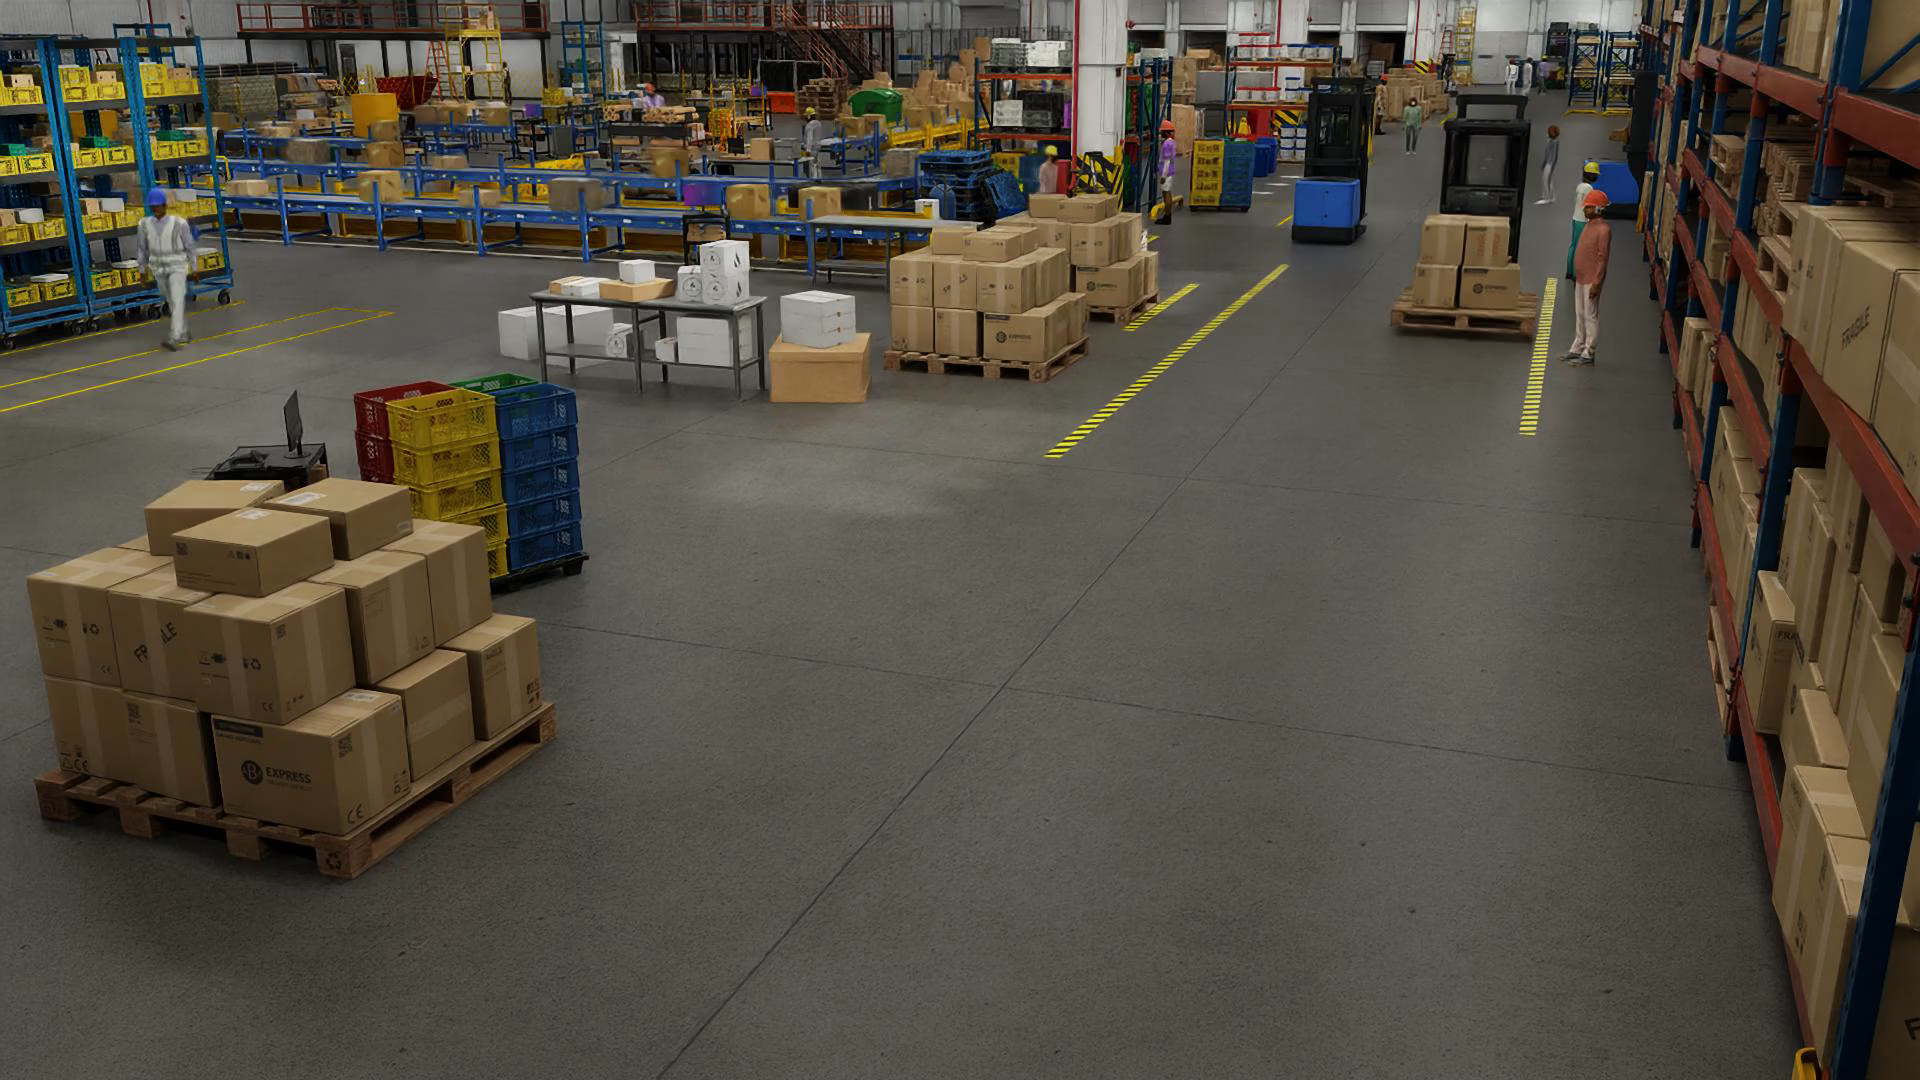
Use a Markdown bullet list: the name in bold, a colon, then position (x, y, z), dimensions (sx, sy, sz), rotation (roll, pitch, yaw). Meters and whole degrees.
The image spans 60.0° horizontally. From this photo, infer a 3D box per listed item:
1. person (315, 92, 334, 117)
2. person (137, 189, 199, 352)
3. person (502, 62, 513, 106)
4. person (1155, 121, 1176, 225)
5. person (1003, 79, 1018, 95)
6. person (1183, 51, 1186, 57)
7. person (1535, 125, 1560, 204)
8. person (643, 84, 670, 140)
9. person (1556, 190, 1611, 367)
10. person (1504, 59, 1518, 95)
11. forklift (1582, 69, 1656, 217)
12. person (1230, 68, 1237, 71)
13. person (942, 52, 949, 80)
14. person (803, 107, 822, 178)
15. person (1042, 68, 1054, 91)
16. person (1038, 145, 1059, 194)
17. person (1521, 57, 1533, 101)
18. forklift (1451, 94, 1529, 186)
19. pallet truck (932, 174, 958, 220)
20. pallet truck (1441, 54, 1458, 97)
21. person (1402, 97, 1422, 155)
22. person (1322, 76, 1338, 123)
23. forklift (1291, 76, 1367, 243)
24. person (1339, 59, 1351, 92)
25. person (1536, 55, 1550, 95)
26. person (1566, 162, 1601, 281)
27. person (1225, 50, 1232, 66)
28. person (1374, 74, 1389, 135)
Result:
- **person**: position (-19.507, -13.219, 51.348), dimensions (0.674, 1.851, 0.980), rotation (9, 20, 27)
- **person**: position (-9.492, -3.222, 19.873), dimensions (0.639, 1.892, 1.018), rotation (-1, 18, -2)
- **person**: position (-19.422, -19.526, 71.187), dimensions (0.345, 1.847, 0.508), rotation (10, 20, 28)
- **person**: position (3.901, -6.972, 31.592), dimensions (0.356, 1.937, 0.552), rotation (5, 18, 14)
- **person**: position (1.844, -15.810, 59.418), dimensions (0.843, 1.908, 0.458), rotation (-6, 19, -19)
- **person**: position (12.512, -25.984, 91.534), dimensions (0.646, 1.816, 0.523), rotation (-15, 23, -39)
- **person**: position (12.385, -7.878, 34.947), dimensions (0.451, 1.626, 0.517), rotation (1, 18, 4)
- **person**: position (-8.477, -11.739, 46.514), dimensions (0.695, 1.986, 0.897), rotation (-1, 18, -3)
- **person**: position (7.155, -2.977, 18.945), dimensions (0.376, 1.995, 0.609), rotation (-1, 18, -2)
- **person**: position (24.583, -20.501, 74.189), dimensions (0.584, 1.881, 0.337), rotation (-2, 18, -7)
- **forklift**: position (13.219, -7.740, 32.475), dimensions (1.873, 2.768, 1.129), rotation (6, 19, 18)
- **person**: position (10.046, -16.487, 61.518), dimensions (0.856, 1.914, 0.692), rotation (0, 18, 0)
- **person**: position (-0.845, -26.423, 93.065), dimensions (0.849, 1.701, 0.512), rotation (-15, 23, -39)
- **person**: position (-3.366, -8.927, 37.910), dimensions (0.403, 1.827, 0.600), rotation (6, 19, 19)
- **person**: position (3.412, -16.950, 63.020), dimensions (0.735, 1.892, 0.619), rotation (10, 20, 28)
- **person**: position (1.467, -5.953, 28.726), dimensions (0.857, 1.732, 0.533), rotation (16, 24, 41)
- **person**: position (25.603, -20.790, 75.028), dimensions (0.410, 1.932, 0.640), rotation (-4, 18, -14)
- **forklift**: position (7.255, -4.744, 23.062), dimensions (1.129, 2.768, 1.873), rotation (6, 19, 18)
- **pallet truck**: position (-0.507, -5.292, 27.348), dimensions (0.653, 1.274, 1.630), rotation (6, 19, 19)
- **pallet truck**: position (22.765, -21.886, 78.355), dimensions (0.823, 1.965, 1.885), rotation (-4, 18, -14)
- **person**: position (12.708, -11.627, 46.749), dimensions (0.534, 1.600, 0.756), rotation (2, 18, 7)
- **person**: position (12.977, -15.492, 58.714), dimensions (0.920, 1.717, 0.525), rotation (8, 19, 23)
- **forklift**: position (6.598, -6.755, 29.381), dimensions (1.129, 2.768, 1.873), rotation (6, 19, 19)
- **person**: position (17.667, -21.105, 76.166), dimensions (0.951, 1.834, 0.520), rotation (5, 18, 16)
- **person**: position (28.130, -22.399, 80.159), dimensions (0.598, 1.891, 0.949), rotation (-5, 18, -15)
- **person**: position (9.373, -4.774, 24.976), dimensions (0.327, 1.761, 0.522), rotation (0, 18, 1)
- **person**: position (14.686, -25.887, 90.929), dimensions (0.388, 1.993, 0.623), rotation (4, 18, 12)
- **person**: position (13.829, -14.270, 54.524), dimensions (0.354, 1.939, 0.544), rotation (10, 20, 28)
